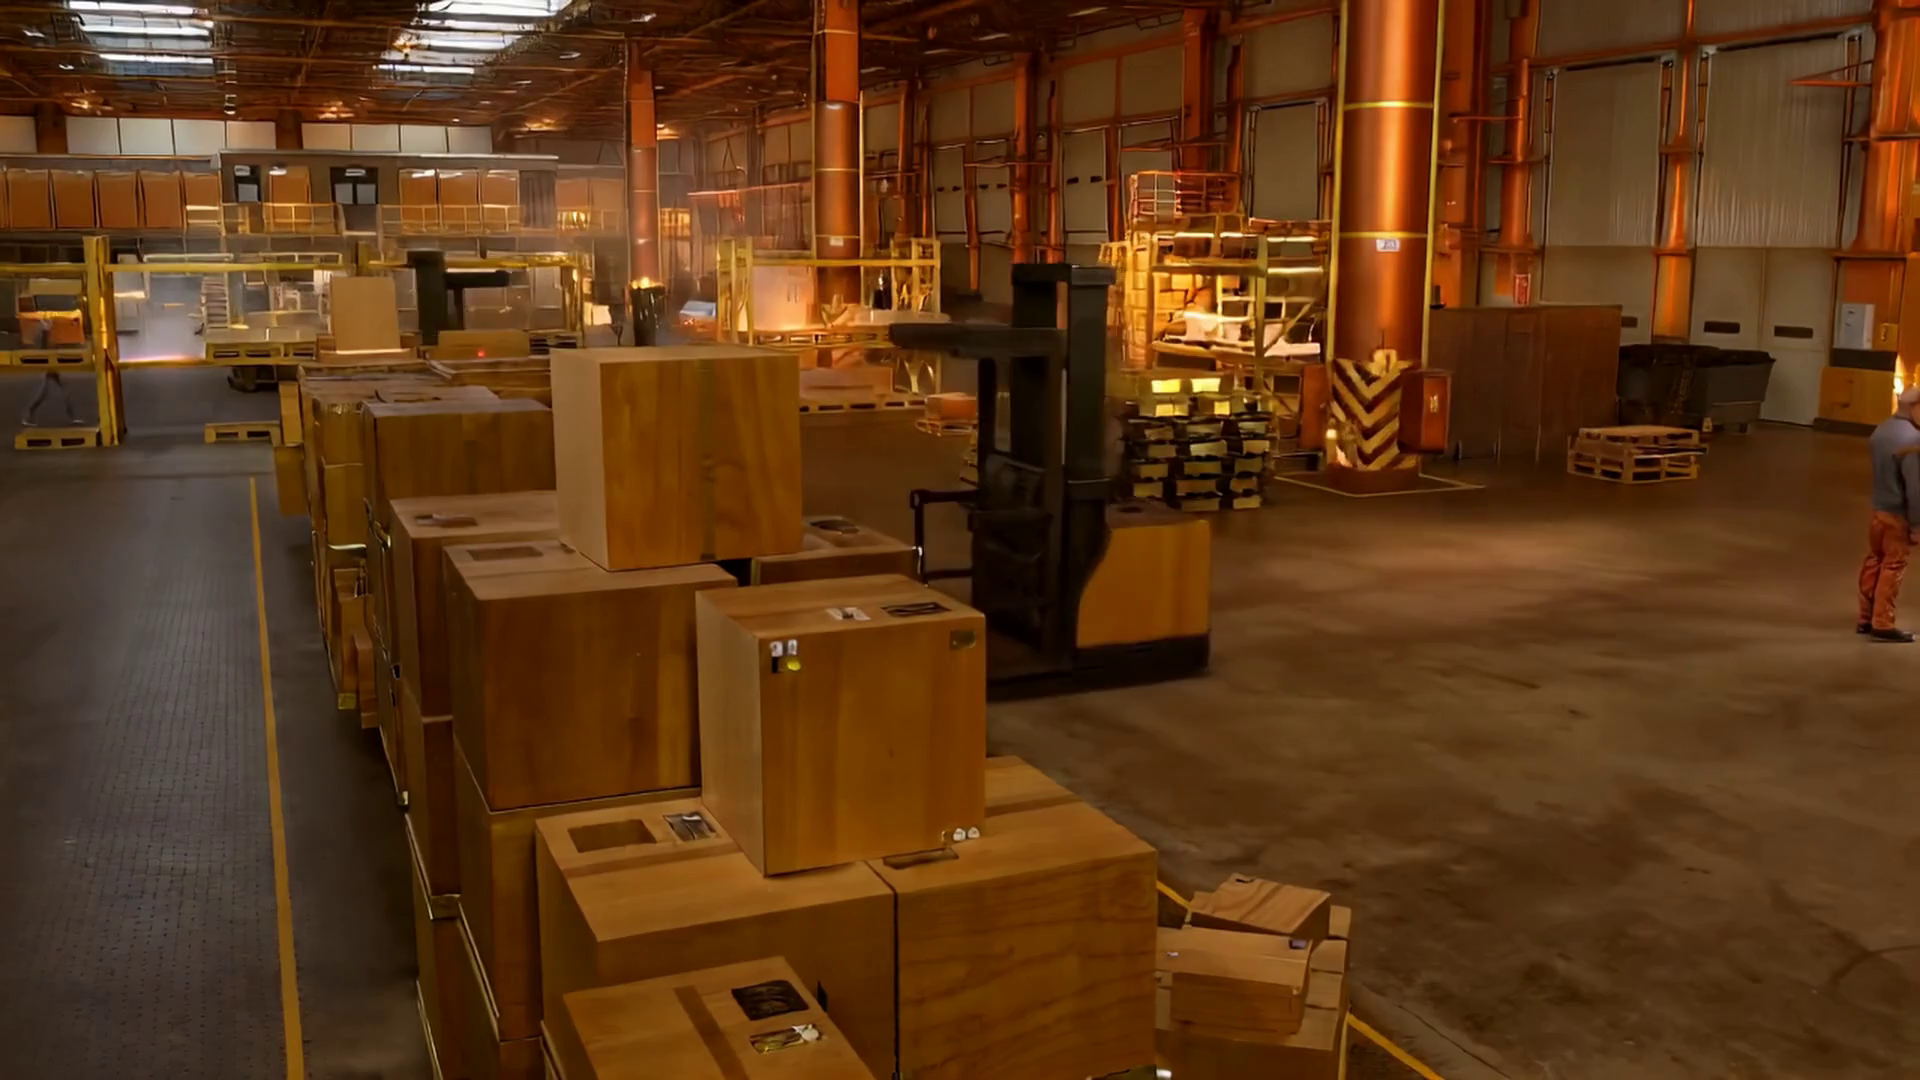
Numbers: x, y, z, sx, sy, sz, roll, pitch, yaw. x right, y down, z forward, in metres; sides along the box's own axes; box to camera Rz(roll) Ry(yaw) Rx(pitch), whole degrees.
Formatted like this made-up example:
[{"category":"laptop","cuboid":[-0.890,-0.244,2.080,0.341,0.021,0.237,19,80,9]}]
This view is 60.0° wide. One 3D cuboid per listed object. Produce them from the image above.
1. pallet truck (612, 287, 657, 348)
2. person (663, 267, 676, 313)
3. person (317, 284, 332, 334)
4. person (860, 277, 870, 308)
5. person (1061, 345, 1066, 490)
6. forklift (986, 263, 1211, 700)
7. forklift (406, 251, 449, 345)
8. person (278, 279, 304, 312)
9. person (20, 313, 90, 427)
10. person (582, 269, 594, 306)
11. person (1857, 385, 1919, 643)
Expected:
[{"category":"pallet truck","cuboid":[-6.464,-4.406,35.401,0.823,1.965,1.885,6,12,32]},{"category":"person","cuboid":[-11.732,-10.098,67.192,0.511,1.844,0.328,2,10,10]},{"category":"person","cuboid":[-15.881,-5.525,41.949,0.633,1.851,0.639,-3,11,-18]},{"category":"person","cuboid":[-2.982,-7.115,50.826,0.536,1.830,0.959,1,10,5]},{"category":"person","cuboid":[0.968,-0.987,16.728,0.354,1.936,0.635,5,12,27]},{"category":"forklift","cuboid":[0.683,-0.472,11.285,1.873,2.768,1.129,-4,11,-23]},{"category":"forklift","cuboid":[-7.164,-2.527,22.611,1.873,2.768,1.129,-4,11,-23]},{"category":"person","cuboid":[-16.194,-5.295,40.185,0.539,2.000,0.689,2,11,13]},{"category":"person","cuboid":[-14.564,-2.710,26.548,0.972,1.829,0.545,-5,11,-25]},{"category":"person","cuboid":[-13.266,-8.695,59.304,0.582,1.910,0.391,7,12,33]},{"category":"person","cuboid":[6.969,-0.190,12.376,0.385,1.929,0.636,0,10,1]}]
